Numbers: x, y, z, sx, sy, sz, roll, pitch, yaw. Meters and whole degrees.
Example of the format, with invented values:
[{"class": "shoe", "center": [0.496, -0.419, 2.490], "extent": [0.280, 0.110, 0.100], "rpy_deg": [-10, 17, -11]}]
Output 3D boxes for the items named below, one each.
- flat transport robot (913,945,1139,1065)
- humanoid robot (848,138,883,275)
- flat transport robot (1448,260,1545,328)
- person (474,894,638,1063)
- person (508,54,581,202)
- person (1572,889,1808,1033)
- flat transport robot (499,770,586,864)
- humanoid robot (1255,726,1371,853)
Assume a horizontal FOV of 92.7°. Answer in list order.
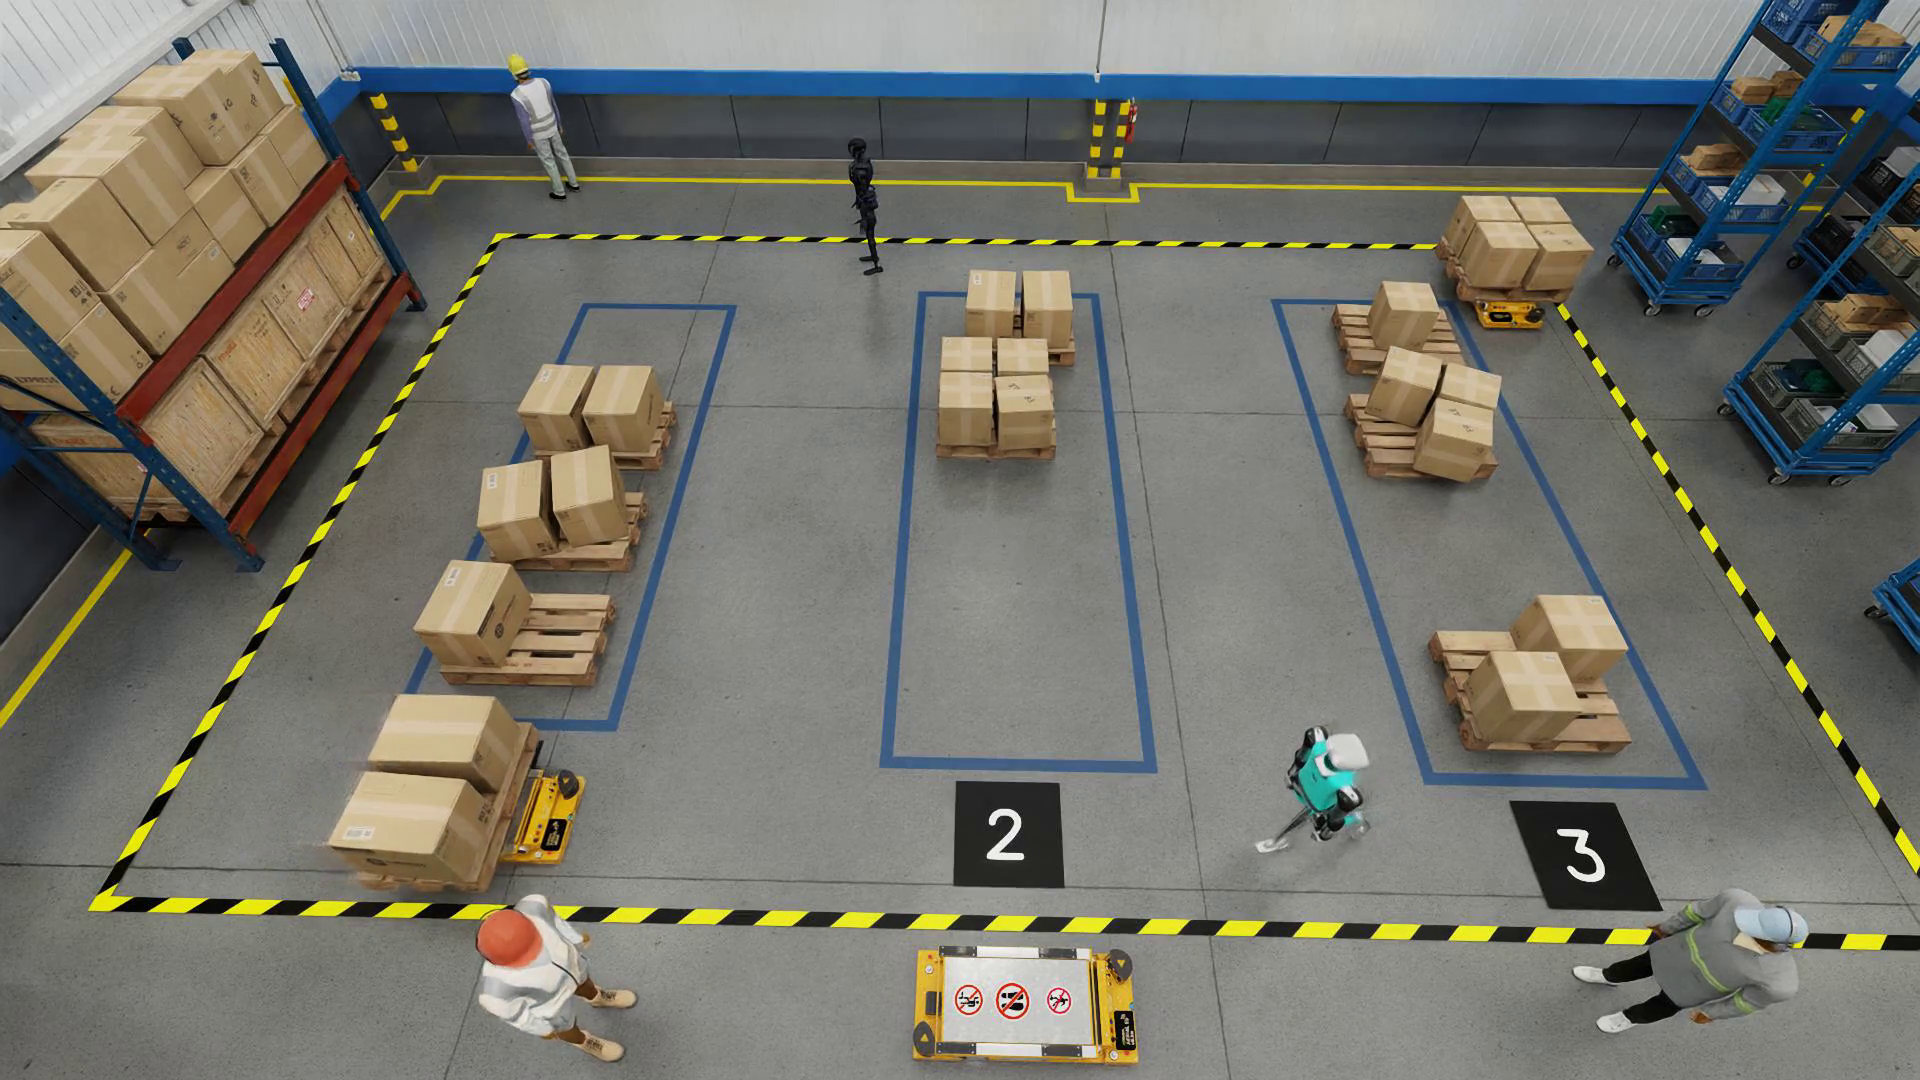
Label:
[{"class": "flat transport robot", "center": [0.422, 3.041, 6.007], "extent": [1.431, 0.231, 0.659], "rpy_deg": [1, 51, 1]}, {"class": "humanoid robot", "center": [-1.121, -3.908, 10.755], "extent": [0.315, 1.653, 0.599], "rpy_deg": [-8, 51, -7]}, {"class": "flat transport robot", "center": [6.392, -3.060, 10.962], "extent": [0.652, 0.197, 1.431], "rpy_deg": [1, 51, 1]}, {"class": "person", "center": [-2.307, 2.534, 5.283], "extent": [0.400, 2.034, 0.607], "rpy_deg": [5, 51, 4]}, {"class": "person", "center": [-5.372, -5.270, 11.774], "extent": [0.404, 1.827, 0.599], "rpy_deg": [24, 55, 18]}, {"class": "person", "center": [4.309, 2.521, 5.413], "extent": [0.407, 1.846, 0.588], "rpy_deg": [0, 51, 0]}, {"class": "flat transport robot", "center": [-3.606, 2.037, 6.808], "extent": [1.431, 0.197, 0.652], "rpy_deg": [1, 51, 1]}, {"class": "humanoid robot", "center": [2.618, 1.702, 6.160], "extent": [0.964, 1.766, 0.557], "rpy_deg": [-12, 52, -10]}]
